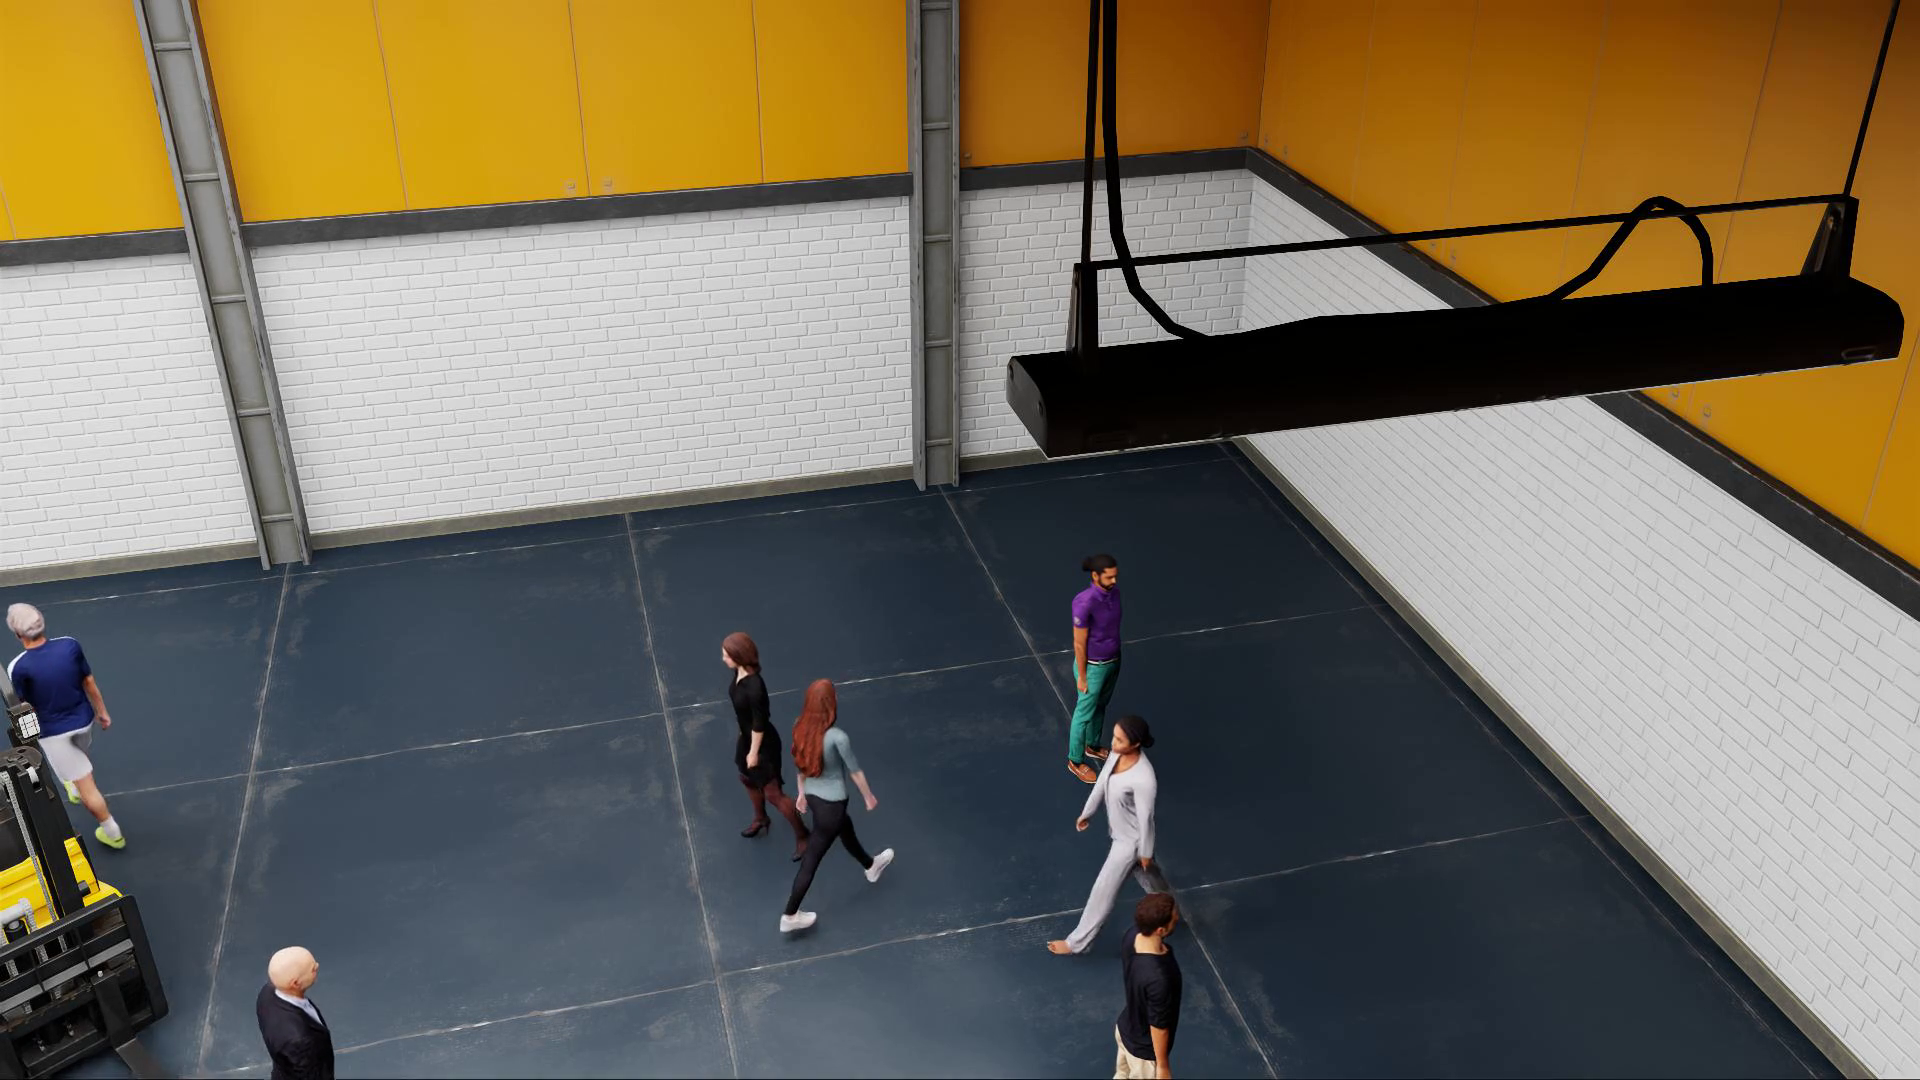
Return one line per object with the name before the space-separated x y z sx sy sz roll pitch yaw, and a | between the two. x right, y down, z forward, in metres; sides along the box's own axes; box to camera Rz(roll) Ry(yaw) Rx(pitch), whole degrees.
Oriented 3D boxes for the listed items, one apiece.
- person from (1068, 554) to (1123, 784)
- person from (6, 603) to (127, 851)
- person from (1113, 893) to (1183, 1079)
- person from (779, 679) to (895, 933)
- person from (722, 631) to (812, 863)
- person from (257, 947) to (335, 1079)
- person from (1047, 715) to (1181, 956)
person | 0.960 0.870 11.794 0.774 1.768 0.689 20 34 32
person | -5.883 1.276 11.033 1.186 1.783 1.145 17 33 28
person | 0.943 2.571 8.588 0.549 1.851 0.637 -6 29 -11
person | -0.892 1.712 10.345 1.260 1.676 0.992 -25 37 -37
person | -1.343 1.338 11.014 0.741 1.693 0.782 -12 31 -21
person | -3.320 2.786 8.262 0.859 1.786 0.790 -15 32 -26
person | 1.110 1.777 10.214 1.146 1.688 0.638 -7 29 -13
